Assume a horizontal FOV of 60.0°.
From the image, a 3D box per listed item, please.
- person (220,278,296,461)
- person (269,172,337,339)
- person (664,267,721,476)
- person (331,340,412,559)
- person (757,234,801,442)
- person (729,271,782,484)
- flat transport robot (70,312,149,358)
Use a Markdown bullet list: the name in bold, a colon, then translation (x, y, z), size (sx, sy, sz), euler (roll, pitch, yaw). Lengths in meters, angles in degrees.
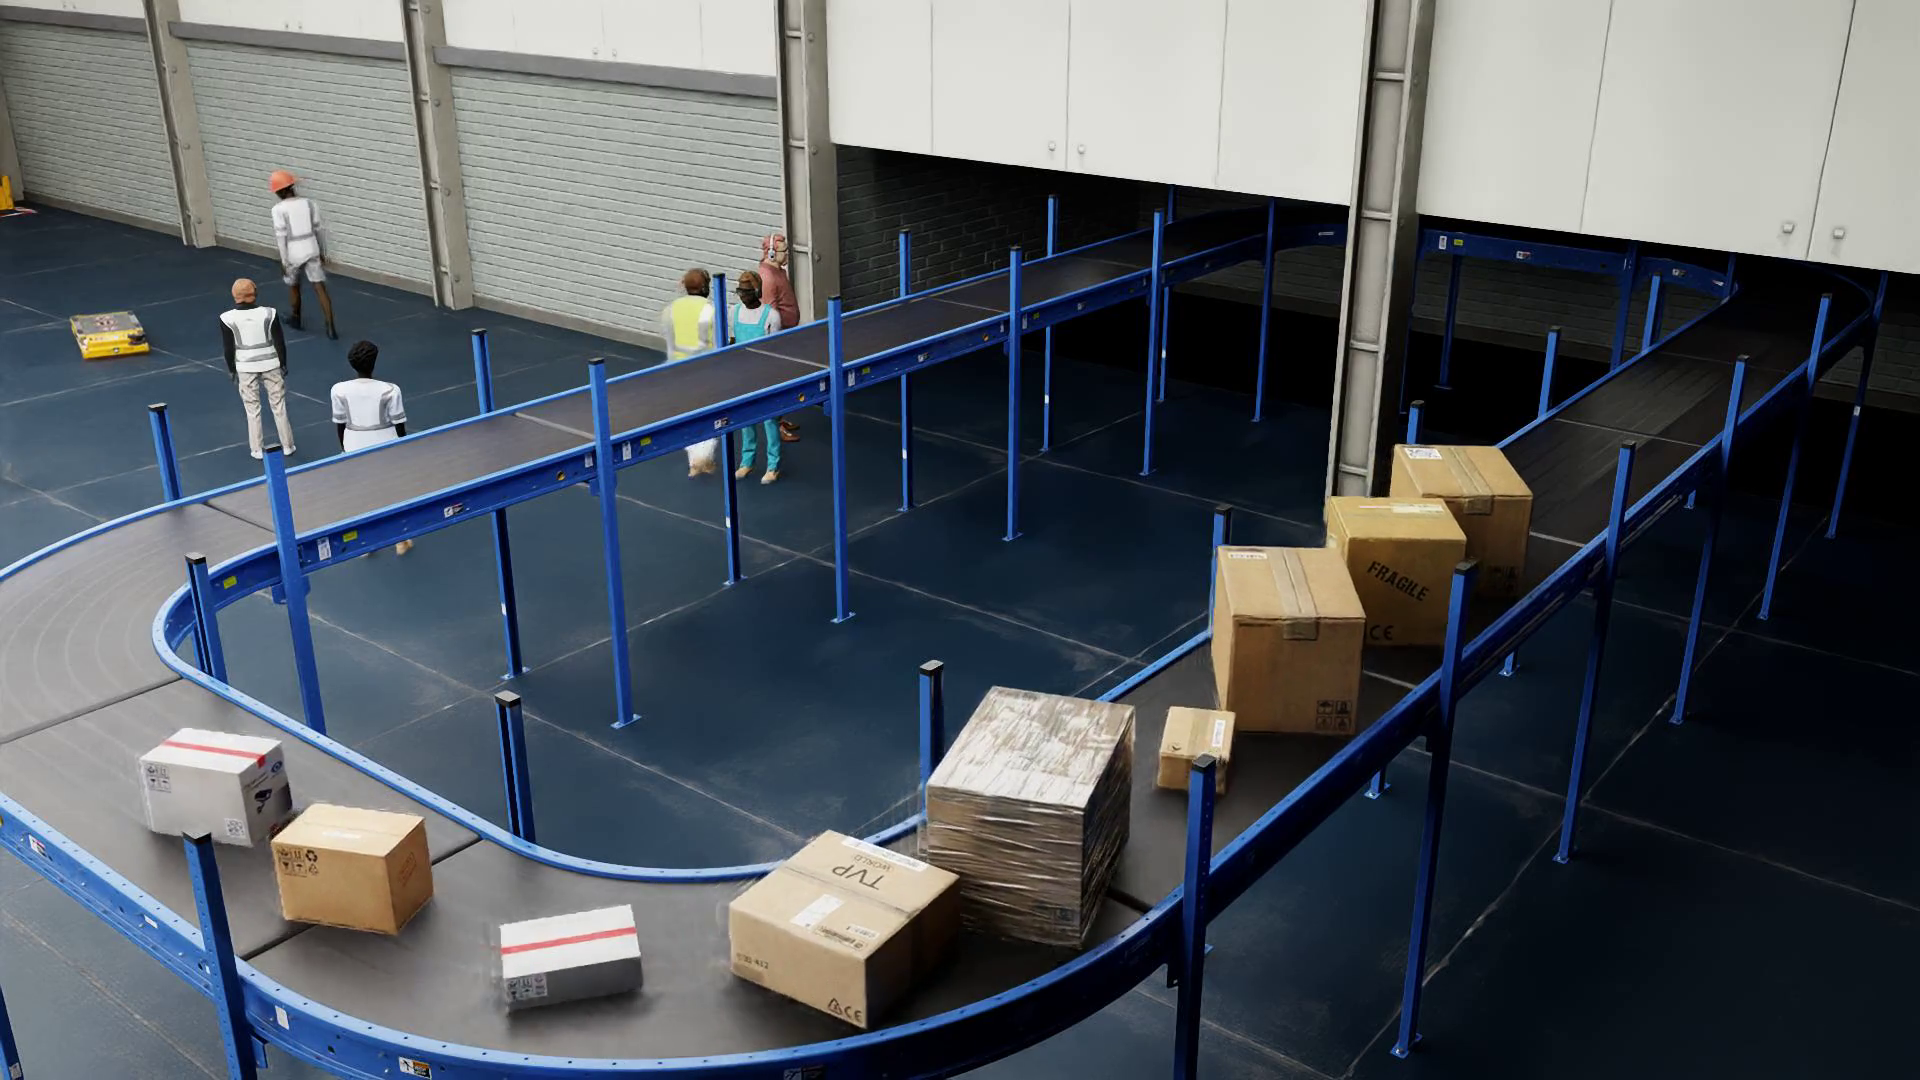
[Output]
- **person**: translation (-6.246, -1.516, 14.799), size (0.514, 1.640, 0.310), euler (-10, 23, -23)
- **person**: translation (-7.492, -3.244, 18.877), size (0.996, 1.864, 0.601), euler (19, 29, 40)
- **person**: translation (-2.248, -1.430, 14.349), size (0.645, 1.816, 0.460), euler (12, 24, 27)
- **person**: translation (-4.438, -0.673, 12.596), size (0.534, 1.690, 0.319), euler (-3, 22, -7)
- **person**: translation (-1.671, -1.867, 15.333), size (0.408, 1.908, 0.643), euler (-2, 22, -4)
- **person**: translation (-1.746, -1.387, 14.194), size (0.520, 1.844, 0.331), euler (9, 23, 22)
- **flat transport robot**: translation (-9.592, -2.337, 18.725), size (0.652, 0.197, 1.431), euler (-12, 25, -29)
